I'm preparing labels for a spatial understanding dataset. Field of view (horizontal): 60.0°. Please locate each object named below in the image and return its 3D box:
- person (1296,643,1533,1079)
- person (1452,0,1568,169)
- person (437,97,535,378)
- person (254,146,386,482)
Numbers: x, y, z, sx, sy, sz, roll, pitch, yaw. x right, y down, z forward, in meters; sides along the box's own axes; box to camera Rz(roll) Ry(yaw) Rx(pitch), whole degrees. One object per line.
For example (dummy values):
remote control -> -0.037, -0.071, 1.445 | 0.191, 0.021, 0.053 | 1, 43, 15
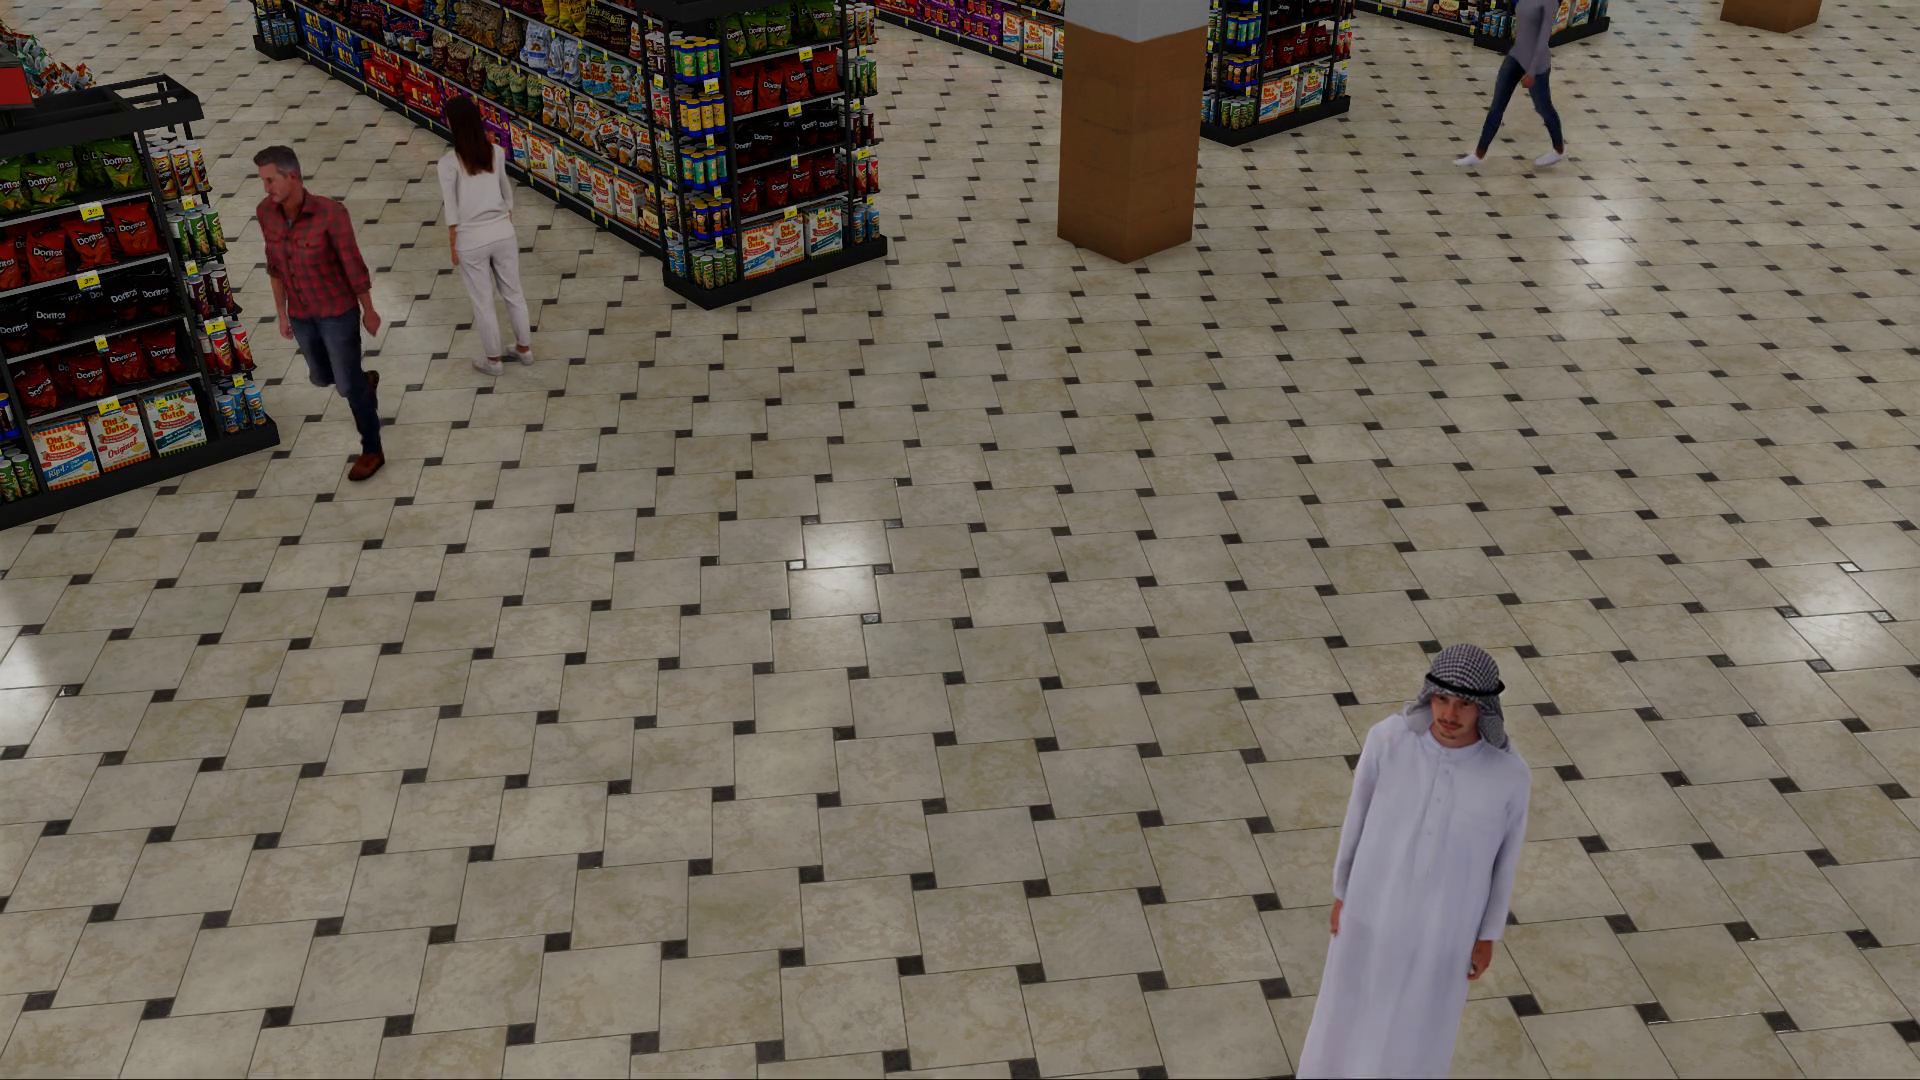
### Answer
person -> 1.365, 1.114, 5.005 | 0.754, 1.927, 0.857 | 11, 34, 17
person -> 4.526, -3.681, 12.934 | 1.065, 1.690, 1.189 | -5, 32, -9
person -> -2.831, -1.804, 9.923 | 0.556, 1.686, 0.613 | 27, 41, 36
person -> -3.394, -1.271, 8.955 | 1.078, 1.803, 1.079 | 6, 32, 9
